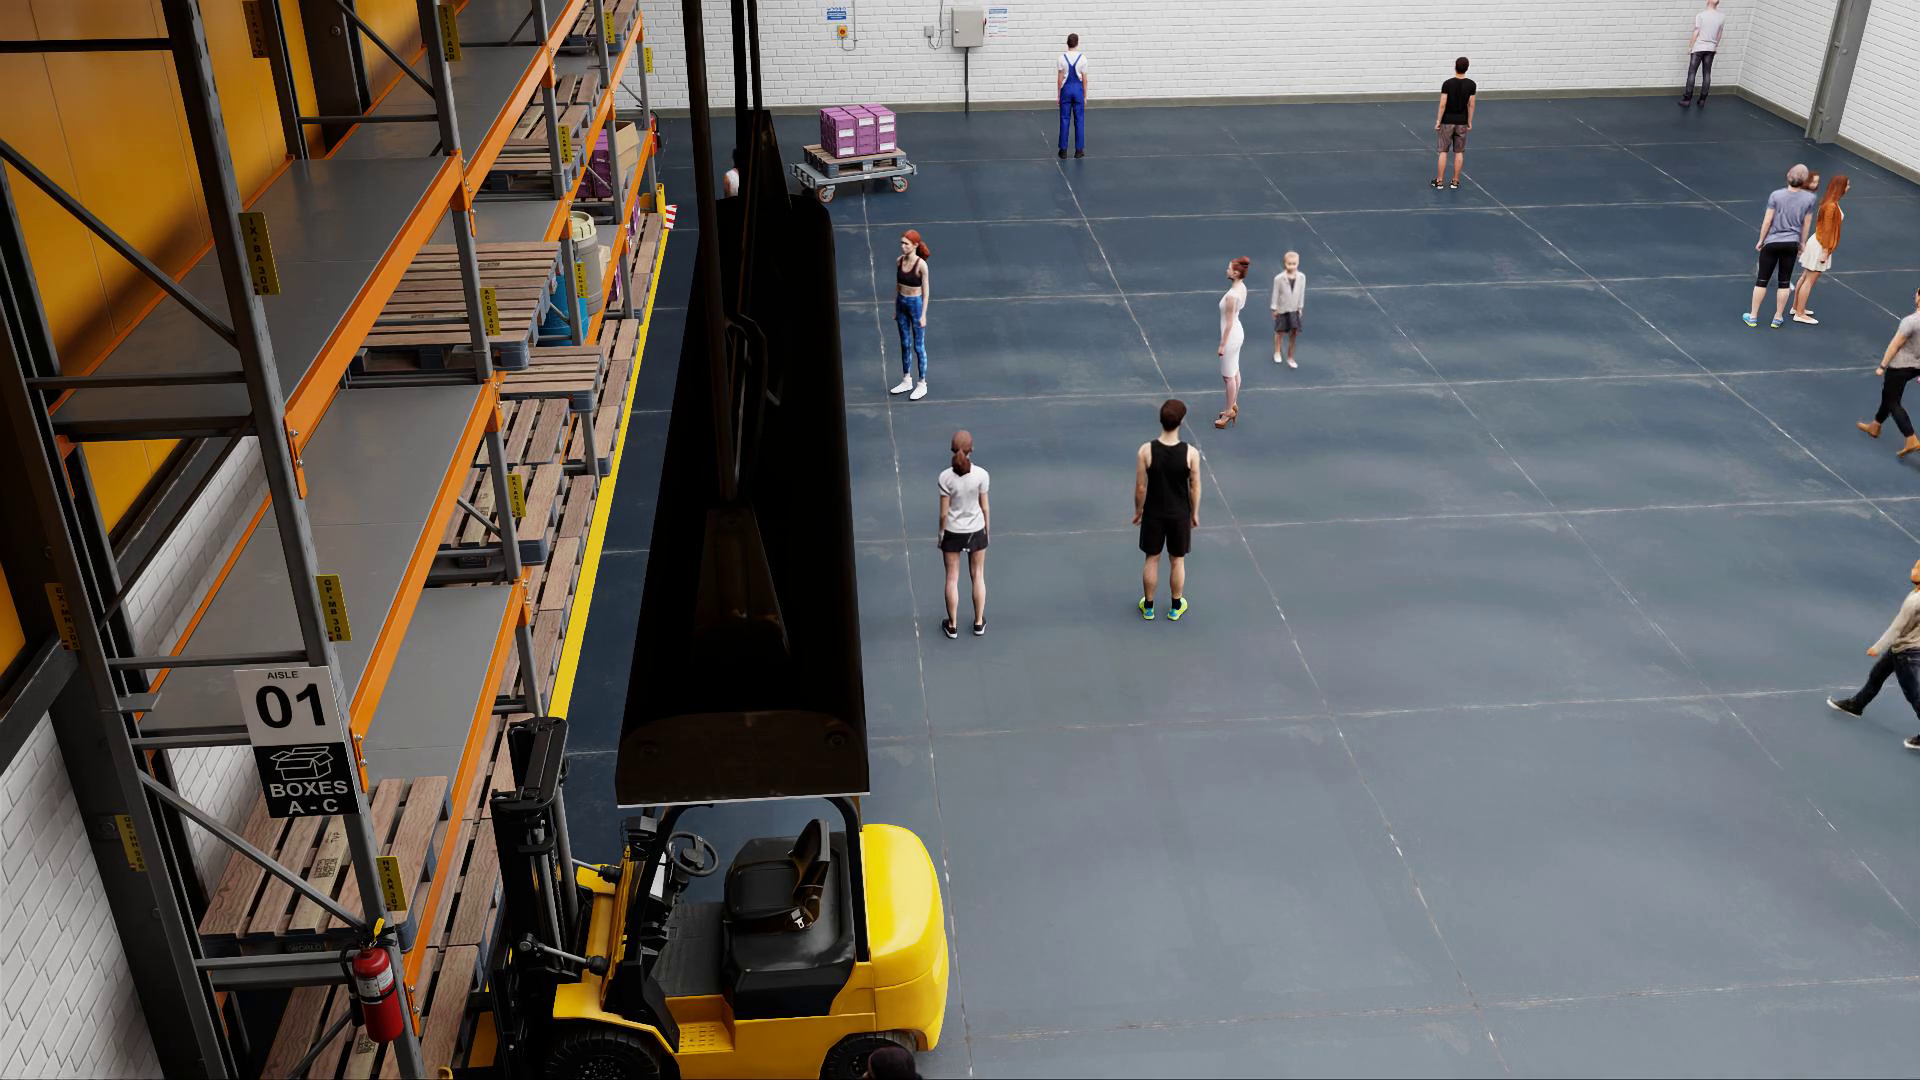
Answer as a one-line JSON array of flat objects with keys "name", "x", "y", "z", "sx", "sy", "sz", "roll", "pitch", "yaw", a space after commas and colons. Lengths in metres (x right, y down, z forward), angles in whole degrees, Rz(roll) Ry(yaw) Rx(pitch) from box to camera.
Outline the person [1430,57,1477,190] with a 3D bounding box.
[{"name": "person", "x": 7.056, "y": -5.962, "z": 23.758, "sx": 0.714, "sy": 1.862, "sz": 0.637, "roll": 2, "pitch": 29, "yaw": 4}]

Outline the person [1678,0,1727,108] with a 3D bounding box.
[{"name": "person", "x": 12.495, "y": -8.235, "z": 27.955, "sx": 0.664, "sy": 1.831, "sz": 0.565, "roll": -1, "pitch": 29, "yaw": -3}]

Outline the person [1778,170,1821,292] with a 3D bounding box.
[{"name": "person", "x": 10.081, "y": -3.782, "z": 20.181, "sx": 0.733, "sy": 1.459, "sz": 0.908, "roll": -9, "pitch": 30, "yaw": -15}]

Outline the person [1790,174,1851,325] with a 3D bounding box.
[{"name": "person", "x": 9.894, "y": -3.373, "z": 19.158, "sx": 0.760, "sy": 1.722, "sz": 0.623, "roll": 8, "pitch": 30, "yaw": 14}]

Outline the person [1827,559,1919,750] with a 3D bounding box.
[{"name": "person", "x": 6.787, "y": 0.818, "z": 11.773, "sx": 1.052, "sy": 1.435, "sz": 0.975, "roll": 24, "pitch": 36, "yaw": 36}]

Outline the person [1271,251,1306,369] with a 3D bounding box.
[{"name": "person", "x": 3.556, "y": -2.541, "z": 18.112, "sx": 0.551, "sy": 1.261, "sz": 0.683, "roll": 0, "pitch": 29, "yaw": 0}]

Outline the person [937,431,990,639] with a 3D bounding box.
[{"name": "person", "x": 0.028, "y": -0.043, "z": 13.020, "sx": 0.564, "sy": 1.752, "sz": 0.556, "roll": -3, "pitch": 29, "yaw": -6}]

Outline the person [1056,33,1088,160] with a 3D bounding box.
[{"name": "person", "x": 1.687, "y": -6.726, "z": 25.171, "sx": 0.667, "sy": 1.849, "sz": 0.628, "roll": 3, "pitch": 29, "yaw": 5}]

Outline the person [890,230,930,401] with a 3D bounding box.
[{"name": "person", "x": -0.505, "y": -2.338, "z": 17.193, "sx": 0.689, "sy": 1.785, "sz": 0.747, "roll": 21, "pitch": 35, "yaw": 33}]

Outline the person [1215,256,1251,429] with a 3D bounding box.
[{"name": "person", "x": 2.704, "y": -1.968, "z": 16.507, "sx": 0.690, "sy": 1.793, "sz": 0.554, "roll": 11, "pitch": 30, "yaw": 19}]

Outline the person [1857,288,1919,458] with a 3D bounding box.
[{"name": "person", "x": 9.133, "y": -1.629, "z": 15.988, "sx": 0.805, "sy": 1.694, "sz": 1.165, "roll": -10, "pitch": 30, "yaw": -18}]

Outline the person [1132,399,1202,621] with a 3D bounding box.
[{"name": "person", "x": 1.639, "y": -0.223, "z": 13.205, "sx": 0.733, "sy": 1.892, "sz": 0.659, "roll": 4, "pitch": 29, "yaw": 8}]

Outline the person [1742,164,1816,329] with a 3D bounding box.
[{"name": "person", "x": 9.353, "y": -3.348, "z": 18.937, "sx": 0.739, "sy": 1.888, "sz": 0.714, "roll": 8, "pitch": 30, "yaw": 15}]

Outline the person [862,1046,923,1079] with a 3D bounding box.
[{"name": "person", "x": -0.277, "y": 2.950, "z": 7.525, "sx": 0.743, "sy": 1.760, "sz": 0.576, "roll": -5, "pitch": 29, "yaw": -9}]
